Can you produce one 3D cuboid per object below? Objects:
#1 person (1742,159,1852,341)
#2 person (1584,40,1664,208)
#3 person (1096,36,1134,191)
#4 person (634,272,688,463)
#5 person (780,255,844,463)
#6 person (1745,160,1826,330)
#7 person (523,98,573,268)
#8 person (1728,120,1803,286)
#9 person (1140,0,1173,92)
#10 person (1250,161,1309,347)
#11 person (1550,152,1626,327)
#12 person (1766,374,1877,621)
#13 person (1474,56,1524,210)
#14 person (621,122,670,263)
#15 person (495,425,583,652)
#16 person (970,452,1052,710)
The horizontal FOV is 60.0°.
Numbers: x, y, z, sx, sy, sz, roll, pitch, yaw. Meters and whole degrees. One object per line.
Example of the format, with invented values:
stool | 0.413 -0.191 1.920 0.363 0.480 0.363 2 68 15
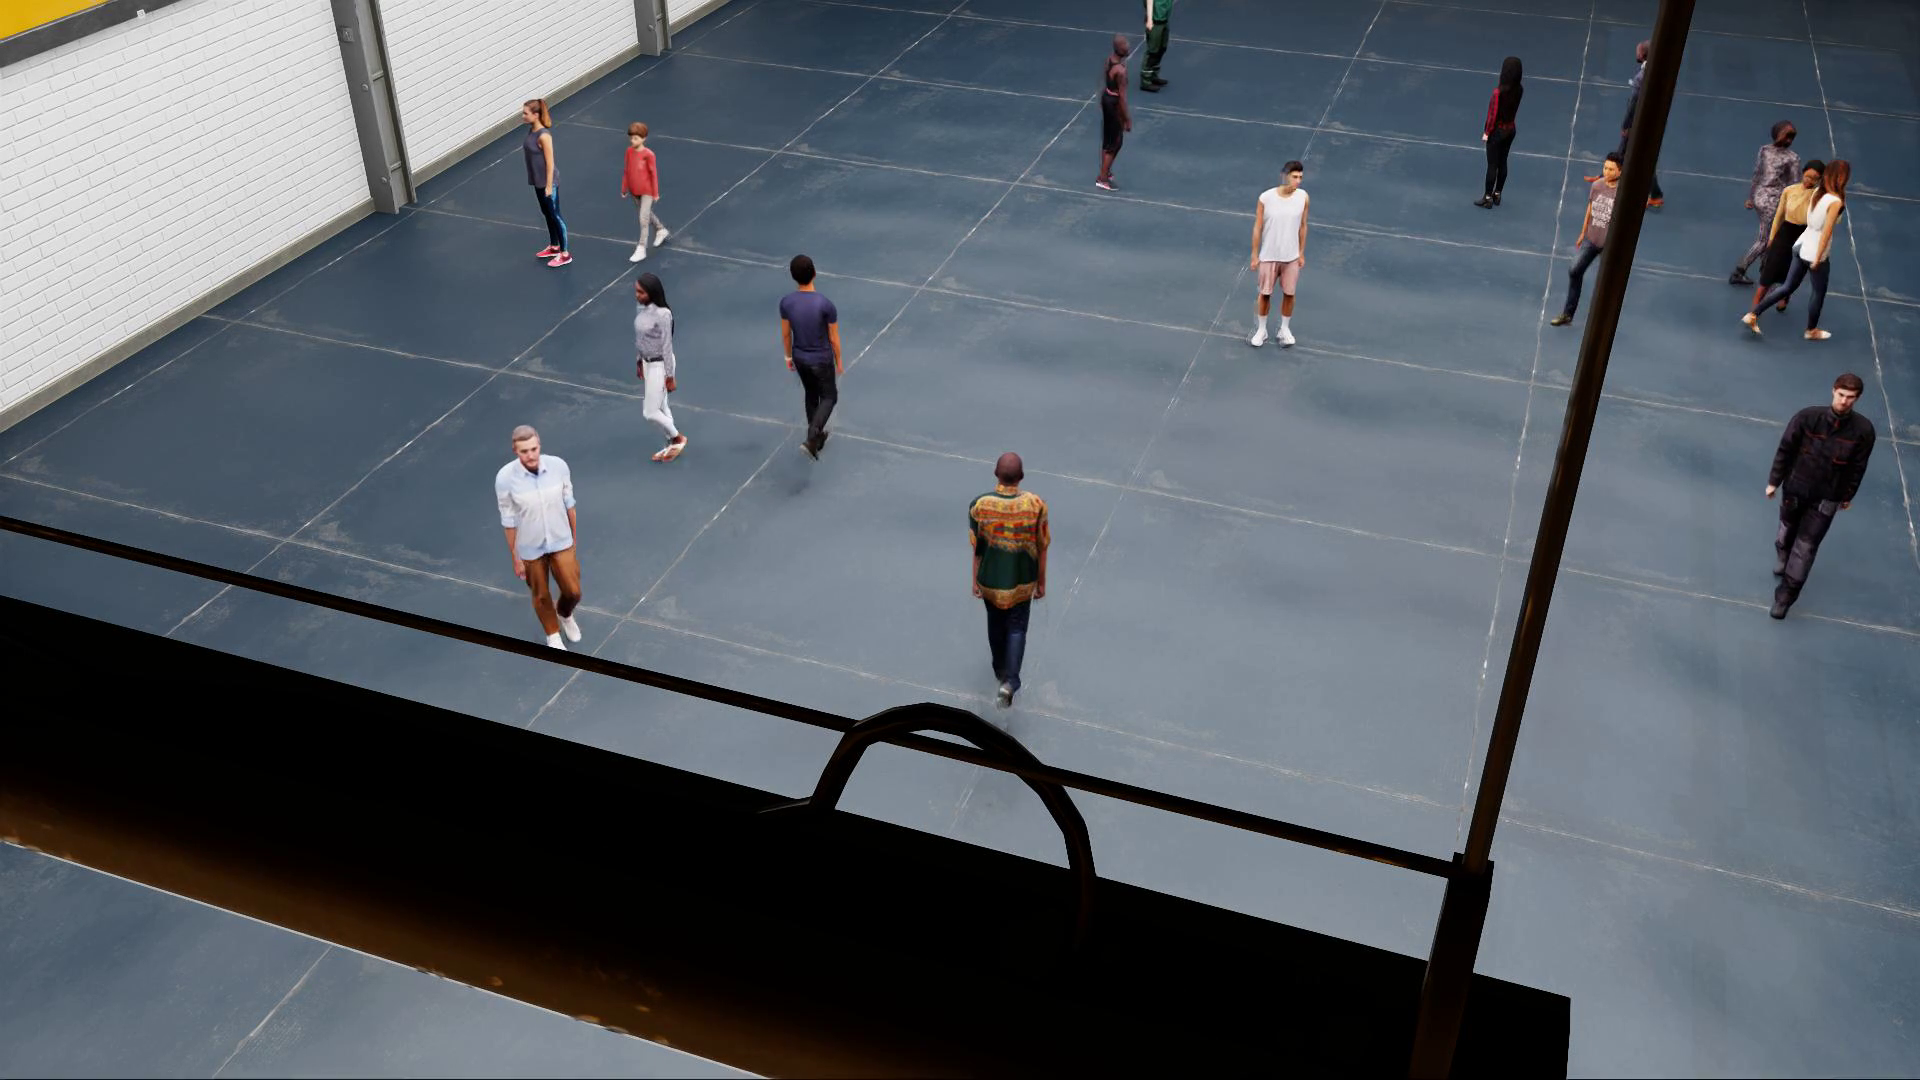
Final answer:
person | 7.787 -2.657 15.398 0.923 1.754 1.076 -3 34 -4
person | 7.516 -4.484 18.138 1.307 1.763 1.172 -26 42 -33
person | 1.702 -4.839 18.700 0.863 1.733 0.768 -19 38 -27
person | -2.380 -1.404 13.553 0.787 1.710 0.749 -20 39 -27
person | -1.224 -1.418 13.523 0.674 1.766 0.938 9 35 13
person | 7.919 -2.804 15.759 0.748 1.600 1.077 23 40 31
person | -4.213 -3.646 16.914 0.691 1.724 0.649 -20 38 -27
person | 7.921 -3.286 16.406 0.943 1.687 0.895 -8 34 -12
person | 2.550 -6.738 21.460 0.731 1.840 0.554 18 38 25
person | 2.953 -2.655 15.370 0.744 1.783 0.726 3 34 5
person | 6.107 -2.824 15.662 1.087 1.741 0.974 -26 41 -33
person | 6.138 -0.391 11.952 0.932 1.795 1.236 20 39 28
person | 5.934 -4.455 18.190 0.627 1.658 0.722 -21 39 -28
person | -3.251 -3.646 17.212 0.648 1.393 0.969 18 38 25
person | -2.880 -0.022 11.380 0.829 1.813 0.893 -16 37 -23
person | 0.300 0.303 10.919 0.851 1.782 1.097 3 34 4
